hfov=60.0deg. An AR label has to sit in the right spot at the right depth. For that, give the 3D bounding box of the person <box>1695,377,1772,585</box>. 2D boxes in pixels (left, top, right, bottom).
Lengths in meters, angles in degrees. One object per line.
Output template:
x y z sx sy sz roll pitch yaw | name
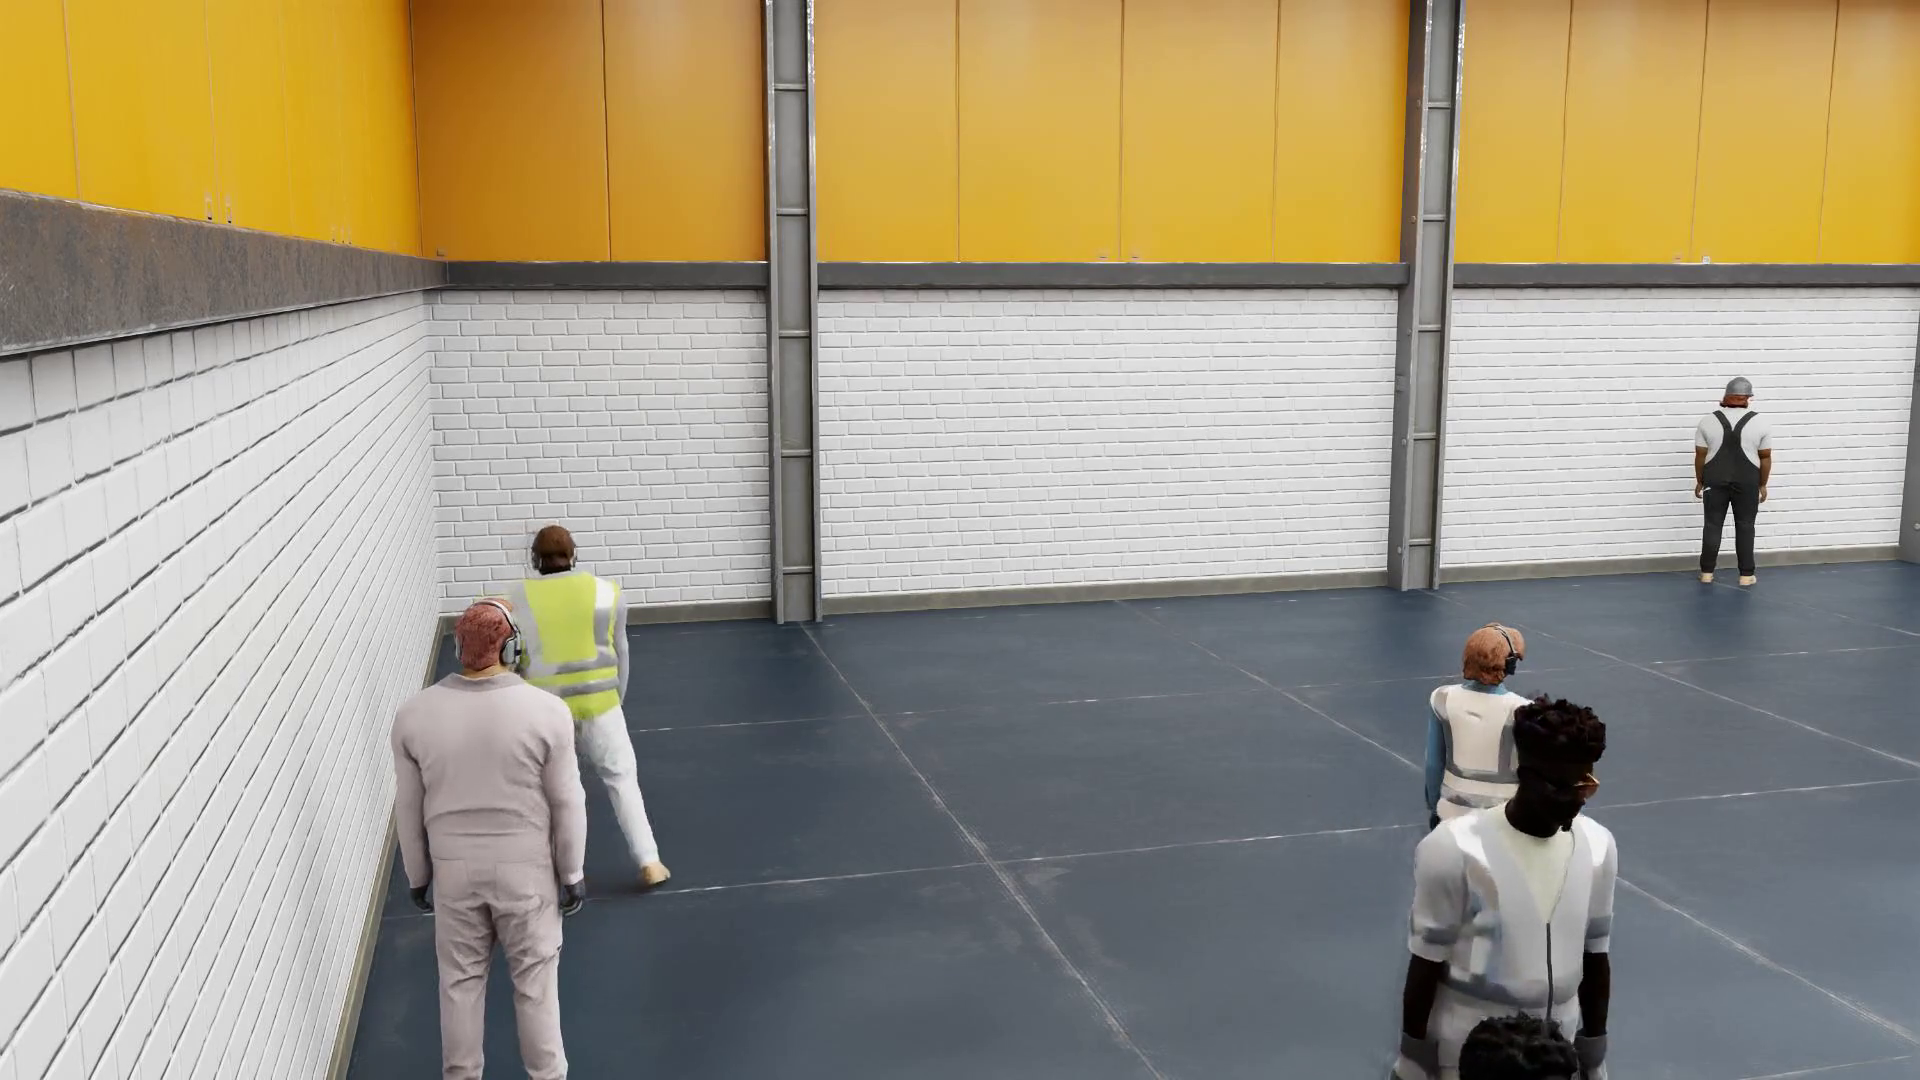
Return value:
7.560 -0.587 16.284 0.684 2.000 0.535 5 11 30 | person

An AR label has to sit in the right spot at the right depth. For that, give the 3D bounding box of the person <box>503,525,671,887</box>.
-1.865 0.842 8.122 0.820 1.810 0.530 -3 10 -17 | person

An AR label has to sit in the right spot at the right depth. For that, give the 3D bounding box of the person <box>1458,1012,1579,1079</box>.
1.060 1.696 3.253 0.540 1.652 0.857 -4 10 -22 | person

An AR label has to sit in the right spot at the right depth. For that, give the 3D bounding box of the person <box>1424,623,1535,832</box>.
2.111 1.148 6.707 0.517 1.641 0.308 8 12 41 | person

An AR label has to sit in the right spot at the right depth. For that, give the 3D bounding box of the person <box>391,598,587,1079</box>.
-1.632 1.148 5.874 0.652 1.906 0.403 0 9 1 | person

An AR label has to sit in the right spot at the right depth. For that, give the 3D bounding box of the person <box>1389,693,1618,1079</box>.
1.474 1.356 4.452 0.634 1.942 0.425 -3 10 -19 | person
